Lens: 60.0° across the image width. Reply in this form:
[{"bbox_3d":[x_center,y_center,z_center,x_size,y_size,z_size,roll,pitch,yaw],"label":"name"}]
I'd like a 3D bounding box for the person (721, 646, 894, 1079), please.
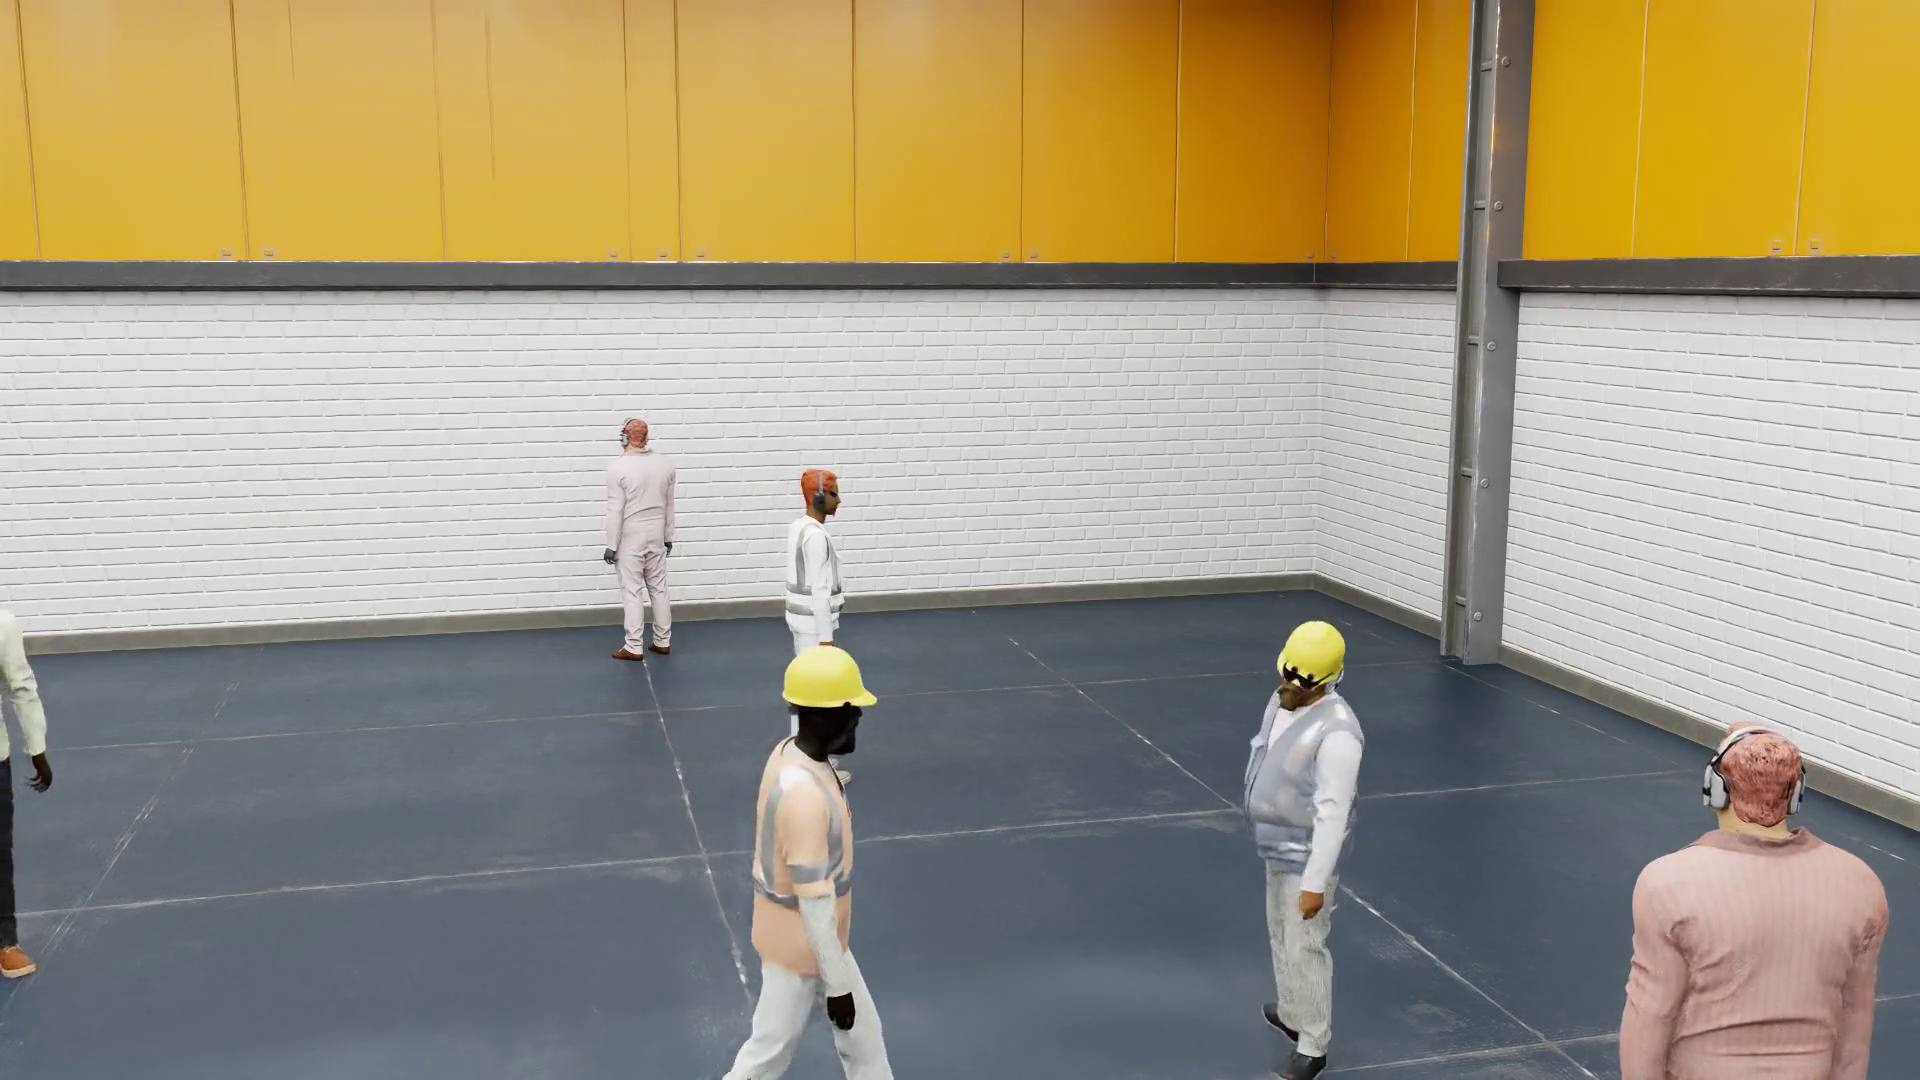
[{"bbox_3d":[-0.501,1.256,5.315,1.004,1.879,0.607,0,9,-2],"label":"person"}]

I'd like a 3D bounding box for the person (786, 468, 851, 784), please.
[{"bbox_3d":[-0.862,0.513,9.904,0.337,1.883,0.584,-3,10,-17],"label":"person"}]

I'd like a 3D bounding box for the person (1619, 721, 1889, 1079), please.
[{"bbox_3d":[1.985,1.404,4.279,0.651,1.906,0.403,-1,9,-3],"label":"person"}]

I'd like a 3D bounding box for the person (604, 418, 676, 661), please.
[{"bbox_3d":[-2.540,-0.009,13.093,0.403,1.906,0.651,8,12,40],"label":"person"}]

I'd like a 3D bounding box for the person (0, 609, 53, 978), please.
[{"bbox_3d":[-4.200,0.937,6.993,0.458,1.962,0.672,7,12,38],"label":"person"}]

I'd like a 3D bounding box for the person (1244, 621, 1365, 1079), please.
[{"bbox_3d":[1.254,1.148,6.280,0.406,1.794,0.741,-1,9,-8],"label":"person"}]
